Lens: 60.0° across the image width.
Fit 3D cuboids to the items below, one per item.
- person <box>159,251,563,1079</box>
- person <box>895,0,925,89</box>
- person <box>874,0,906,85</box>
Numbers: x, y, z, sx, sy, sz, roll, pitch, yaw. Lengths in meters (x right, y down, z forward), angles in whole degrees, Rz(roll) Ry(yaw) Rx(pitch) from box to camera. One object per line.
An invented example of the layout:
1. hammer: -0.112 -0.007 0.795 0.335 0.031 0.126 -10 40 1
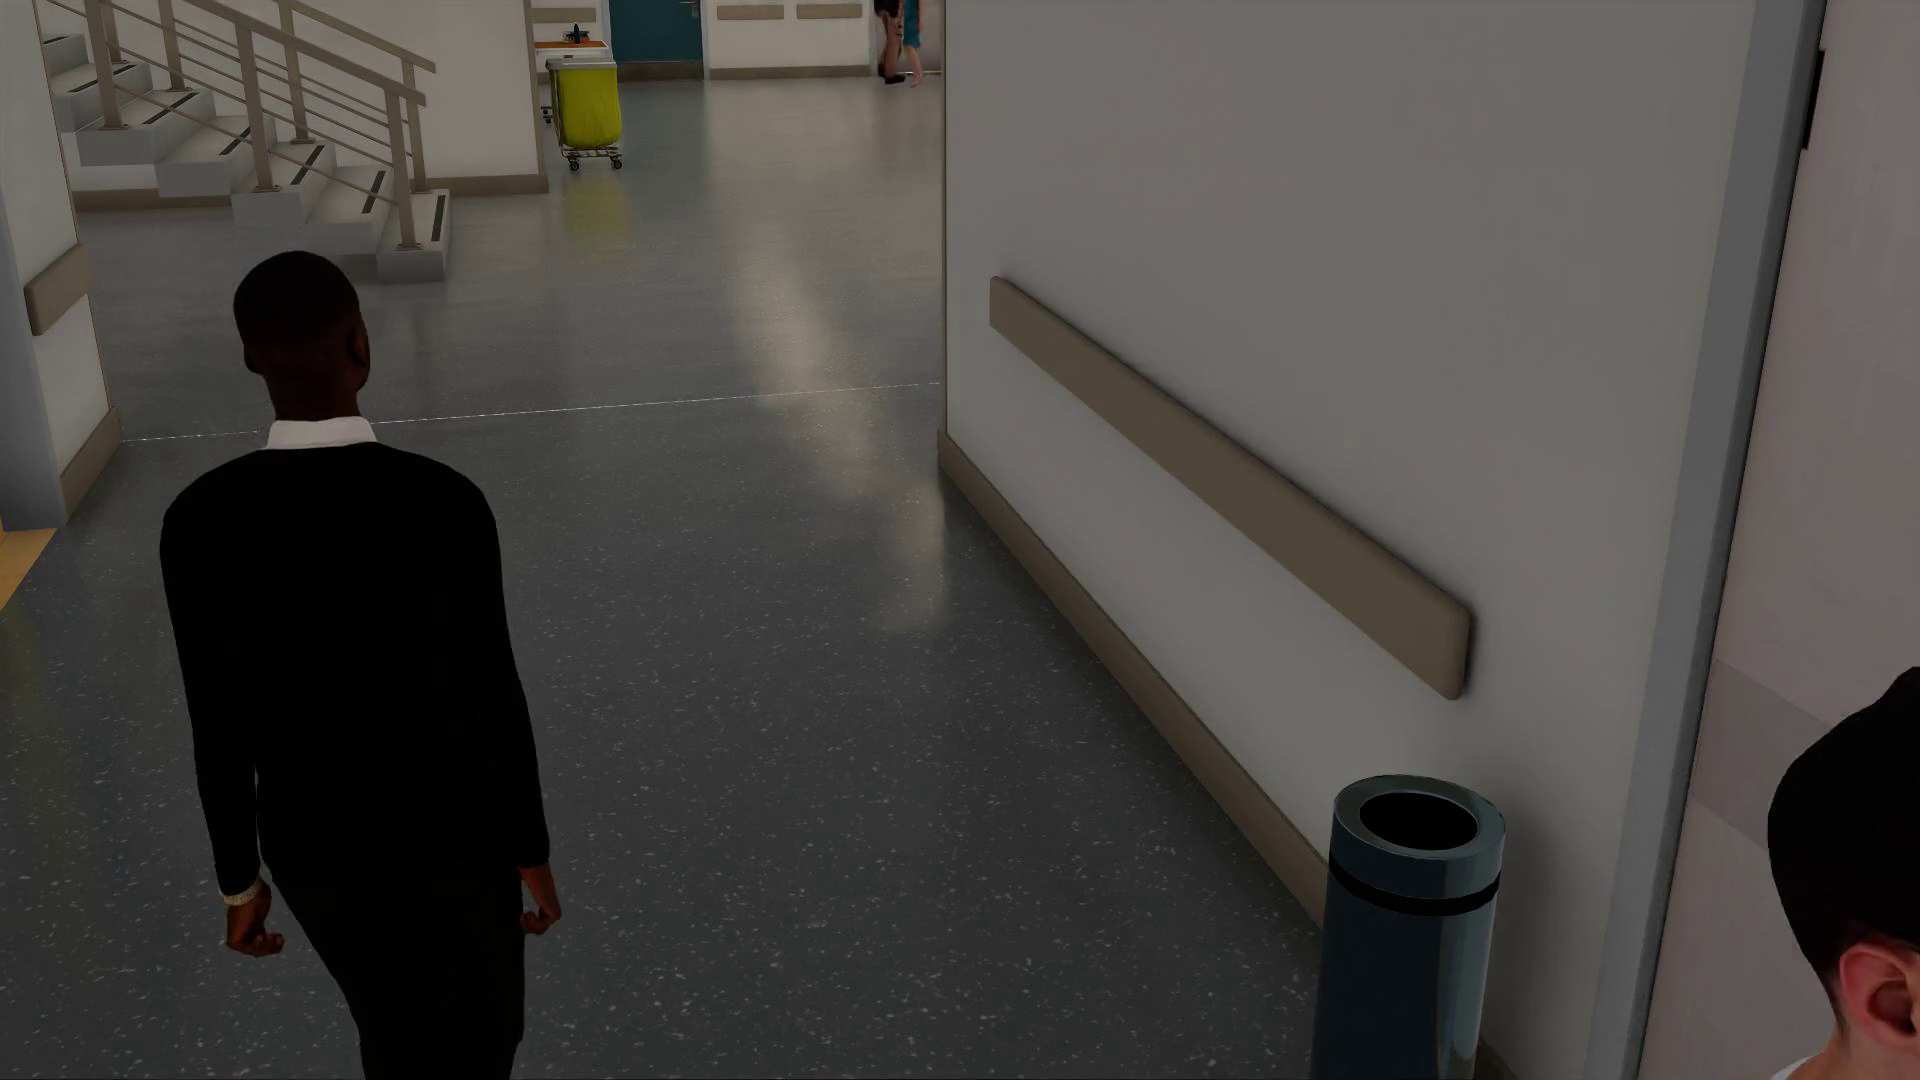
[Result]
1. person: -0.853 0.506 2.427 0.937 1.788 0.825 -2 21 -4
2. person: -0.548 -6.792 21.854 0.645 1.675 0.617 -13 24 -30
3. person: -0.990 -7.117 22.385 0.817 1.907 0.810 -18 27 -39
